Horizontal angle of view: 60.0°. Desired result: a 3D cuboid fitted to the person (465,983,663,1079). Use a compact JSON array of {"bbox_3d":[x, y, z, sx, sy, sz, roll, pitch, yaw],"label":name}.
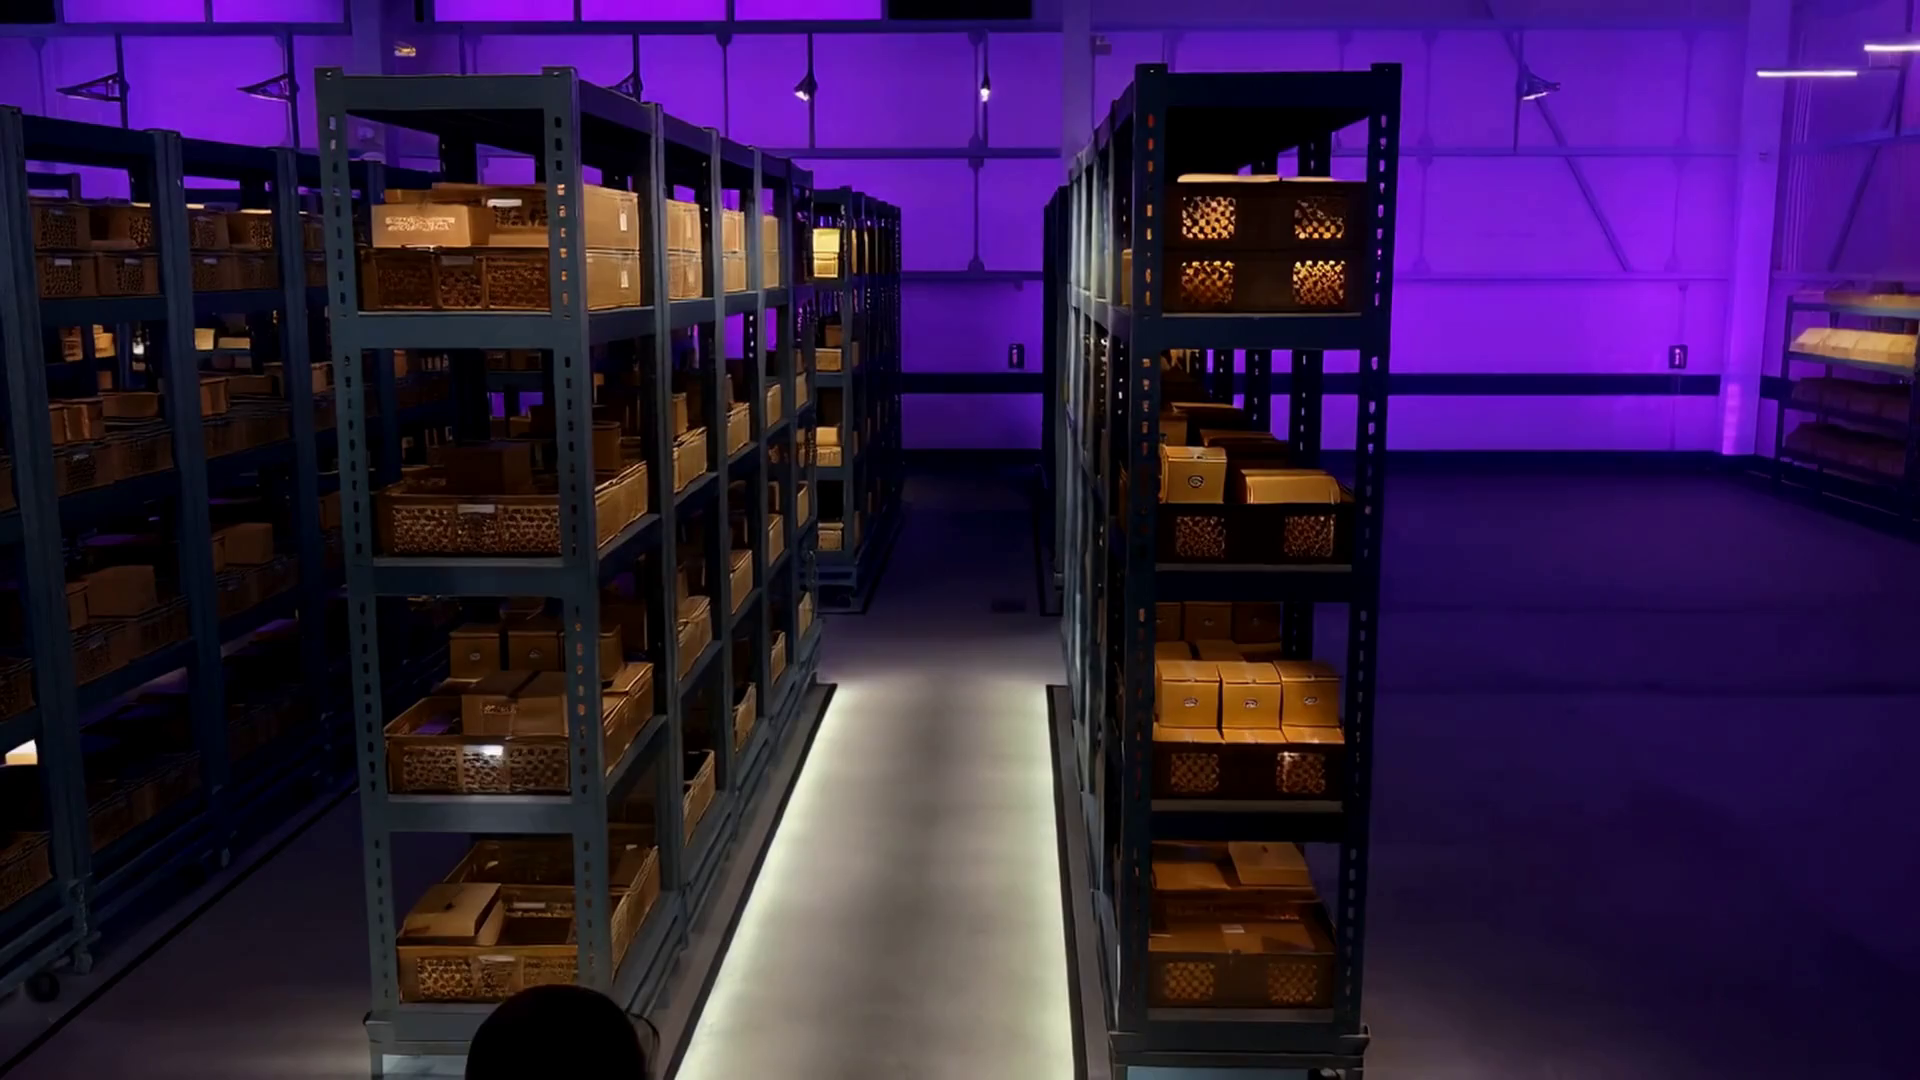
[{"bbox_3d":[-0.573,1.616,2.585,0.608,1.984,0.397,7,12,37],"label":"person"}]
